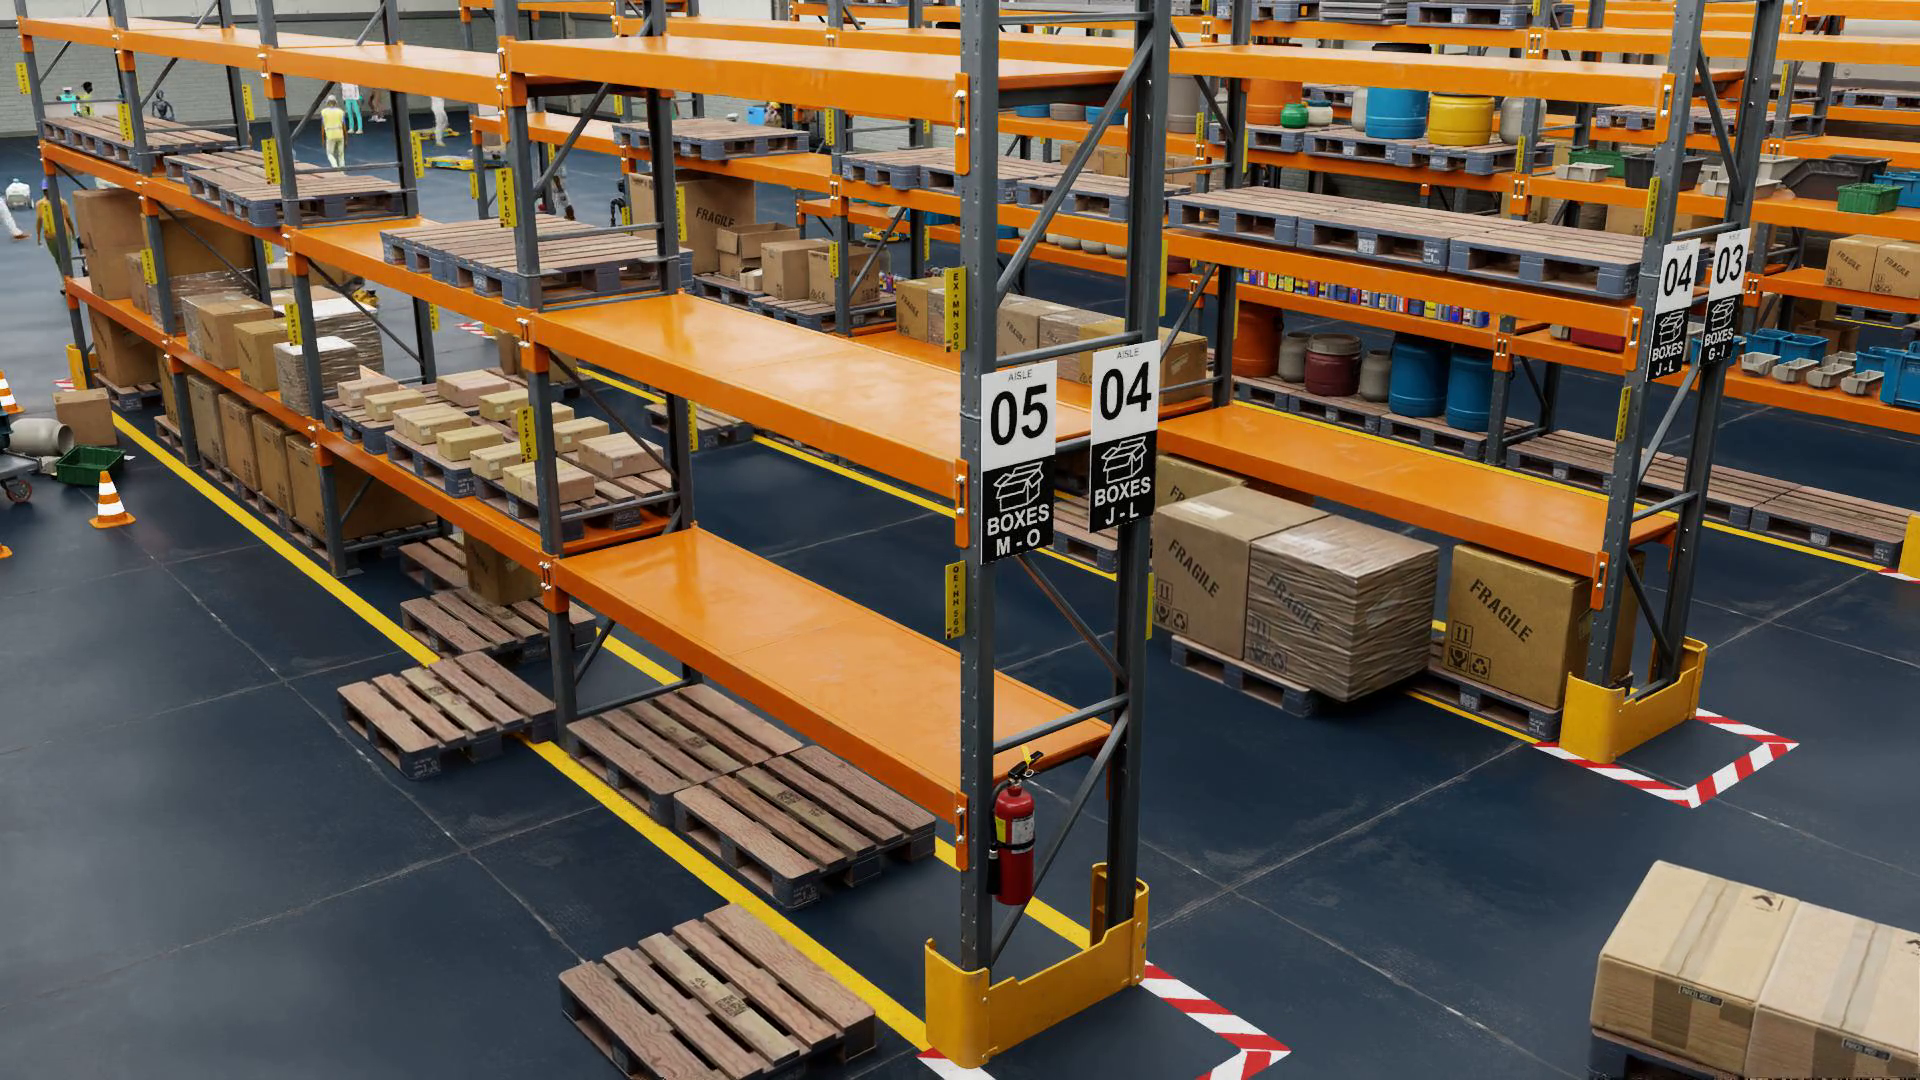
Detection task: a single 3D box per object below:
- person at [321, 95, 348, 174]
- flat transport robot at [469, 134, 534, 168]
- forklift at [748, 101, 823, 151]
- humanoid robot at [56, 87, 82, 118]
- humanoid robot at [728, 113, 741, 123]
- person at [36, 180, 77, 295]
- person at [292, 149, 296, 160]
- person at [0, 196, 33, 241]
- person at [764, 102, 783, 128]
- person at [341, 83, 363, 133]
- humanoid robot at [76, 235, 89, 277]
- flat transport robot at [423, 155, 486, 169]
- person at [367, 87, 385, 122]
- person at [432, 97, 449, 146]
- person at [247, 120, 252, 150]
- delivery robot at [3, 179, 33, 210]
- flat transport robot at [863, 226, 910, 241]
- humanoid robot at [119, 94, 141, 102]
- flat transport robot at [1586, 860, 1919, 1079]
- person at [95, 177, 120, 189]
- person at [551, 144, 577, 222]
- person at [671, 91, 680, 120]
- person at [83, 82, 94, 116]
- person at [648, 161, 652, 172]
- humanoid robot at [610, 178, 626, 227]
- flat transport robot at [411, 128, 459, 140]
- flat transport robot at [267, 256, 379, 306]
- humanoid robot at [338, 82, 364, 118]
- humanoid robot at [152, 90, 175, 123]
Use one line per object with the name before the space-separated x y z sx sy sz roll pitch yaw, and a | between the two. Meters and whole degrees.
person | -13.792 -8.846 36.686 0.561 1.876 0.459 -10 22 -26
flat transport robot | -10.943 -8.998 39.544 1.431 0.231 0.659 4 20 12
forklift | -4.526 -11.368 42.374 1.129 2.768 1.873 -15 24 -37
humanoid robot | -21.413 -9.981 40.273 0.557 1.872 0.824 -18 26 -41
humanoid robot | -4.863 -7.770 33.945 0.850 1.846 0.560 -1 19 -3
person | -13.299 -4.443 24.454 0.474 1.666 0.887 -4 20 -11
person | -12.337 -6.643 30.588 0.548 1.751 0.374 6 20 17
person | -16.858 -6.070 28.860 1.010 1.830 0.587 -8 21 -22
person | -4.187 -9.024 37.420 0.549 1.743 0.691 10 22 26
person | -17.125 -12.409 46.793 0.480 1.909 0.363 2 19 4
humanoid robot | -10.263 -3.038 20.167 0.533 1.677 0.735 -15 24 -37
flat transport robot | -11.968 -8.914 39.304 1.431 0.231 0.659 11 22 28
person | -17.663 -13.527 50.038 0.598 1.856 0.506 -18 26 -41
person | -13.650 -11.281 43.622 0.461 1.873 0.619 -7 21 -20
person | -18.015 -10.613 41.759 0.390 1.848 0.777 -3 20 -9
delivery robot | -18.682 -6.853 32.997 0.499 0.587 0.788 -8 21 -21
flat transport robot | -0.957 -5.503 29.598 1.431 0.231 0.659 -15 24 -37
humanoid robot | -20.871 -10.471 41.635 1.076 1.729 0.551 14 24 35
flat transport robot | 3.431 2.368 7.198 0.659 0.231 1.431 13 23 33
person | -17.140 -7.552 33.238 0.590 1.716 0.609 -16 25 -38
person | -6.808 -6.048 28.648 0.949 1.921 0.637 0 19 0
person | -7.542 -11.136 43.066 0.443 1.970 0.594 13 23 33
person | -22.621 -11.131 43.503 0.840 1.656 0.550 -9 21 -23
person | -6.047 -7.554 33.213 0.324 1.739 0.473 8 21 22
humanoid robot | -4.919 -4.523 24.664 0.599 1.656 0.315 -15 24 -37
flat transport robot | -14.521 -11.153 45.677 0.659 0.231 1.431 9 21 24
flat transport robot | -9.081 -3.409 23.638 1.431 0.231 0.659 -1 19 -3
humanoid robot | -18.562 -13.670 50.629 0.557 1.737 1.032 17 25 39
humanoid robot | -19.563 -10.210 40.877 0.601 1.642 0.456 2 19 4
